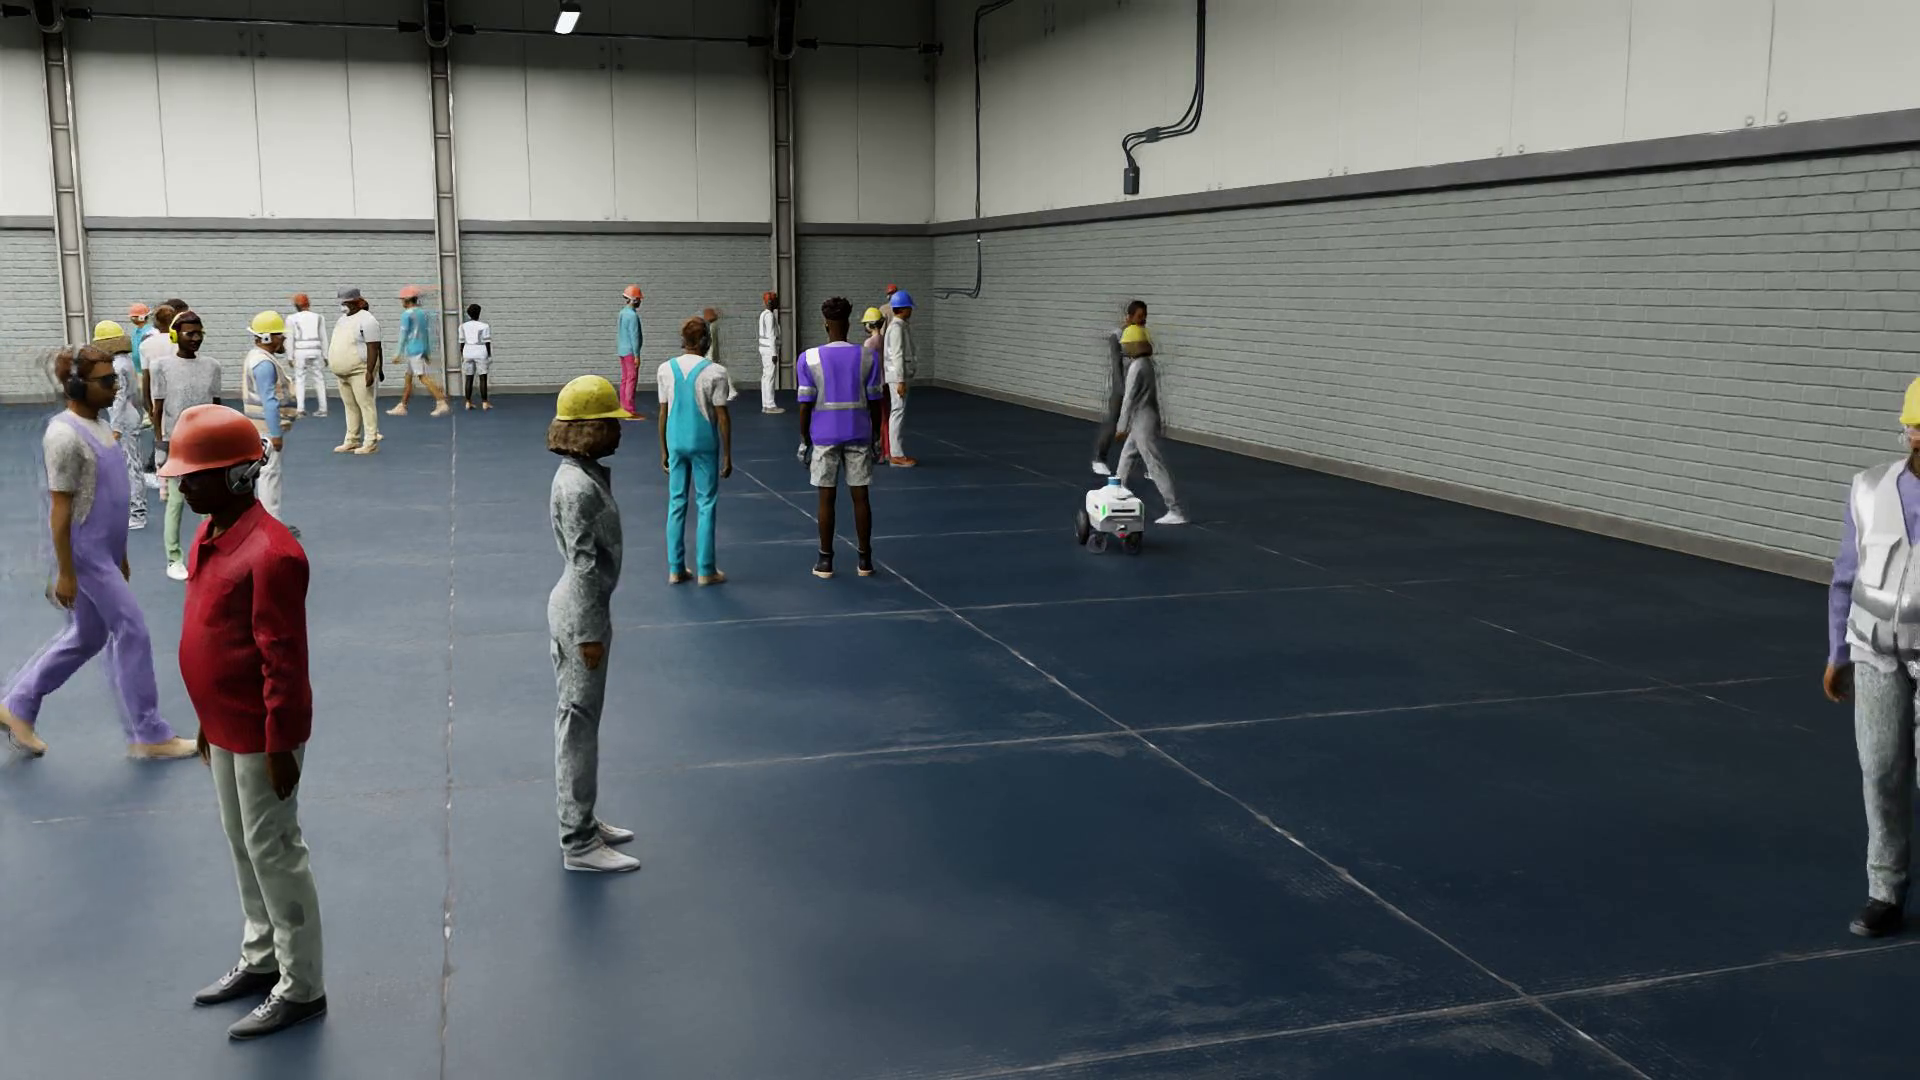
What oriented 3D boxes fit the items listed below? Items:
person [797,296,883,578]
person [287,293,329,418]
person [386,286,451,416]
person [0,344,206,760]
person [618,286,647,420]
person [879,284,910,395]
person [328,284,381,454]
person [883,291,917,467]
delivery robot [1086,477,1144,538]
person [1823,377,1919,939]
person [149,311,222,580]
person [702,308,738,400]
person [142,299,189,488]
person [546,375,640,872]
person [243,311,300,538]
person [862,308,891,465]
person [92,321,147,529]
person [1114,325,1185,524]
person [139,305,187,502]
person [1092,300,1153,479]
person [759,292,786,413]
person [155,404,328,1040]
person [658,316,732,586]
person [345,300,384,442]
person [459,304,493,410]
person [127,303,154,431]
[{"bbox_3d":[-0.835,-0.711,11.602,0.604,1.959,0.377,-2,9,-12],"label":"person"},{"bbox_3d":[-9.805,-2.770,25.023,0.601,1.874,0.381,-8,12,-41],"label":"person"},{"bbox_3d":[-8.237,-2.858,25.240,1.062,1.995,0.618,1,9,7],"label":"person"},{"bbox_3d":[-3.765,0.069,7.103,0.887,1.817,0.518,-1,9,-9],"label":"person"},{"bbox_3d":[-4.850,-2.764,24.636,0.415,1.985,0.609,-5,10,-29],"label":"person"},{"bbox_3d":[-1.195,-3.603,29.974,0.611,1.984,0.401,-5,10,-29],"label":"person"},{"bbox_3d":[-7.234,-2.037,19.803,0.677,2.000,0.536,6,11,36],"label":"person"},{"bbox_3d":[-0.663,-1.789,18.504,0.375,1.949,0.614,0,9,-1],"label":"person"},{"bbox_3d":[1.188,-0.242,12.778,0.477,0.478,0.707,-1,9,-6],"label":"delivery robot"},{"bbox_3d":[3.050,0.361,5.243,0.484,1.819,0.592,-7,11,-36],"label":"person"},{"bbox_3d":[-5.348,-0.656,11.579,0.326,1.862,0.517,8,12,43],"label":"person"},{"bbox_3d":[-4.227,-3.183,28.529,0.842,1.595,0.514,1,9,8],"label":"person"},{"bbox_3d":[-7.855,-1.443,16.533,0.436,1.883,0.629,0,9,3],"label":"person"},{"bbox_3d":[-1.304,0.289,5.910,0.311,1.744,0.486,-2,9,-11],"label":"person"},{"bbox_3d":[-5.519,-0.916,13.352,0.403,1.826,0.592,-4,10,-26],"label":"person"},{"bbox_3d":[-0.948,-1.730,18.749,0.350,1.762,0.528,4,10,22],"label":"person"},{"bbox_3d":[-7.007,-0.952,13.856,0.311,1.735,0.484,-3,9,-17],"label":"person"},{"bbox_3d":[1.549,-0.981,14.195,0.887,1.689,0.490,3,9,17],"label":"person"},{"bbox_3d":[-7.349,-1.267,15.524,0.507,1.844,0.346,-1,9,-5],"label":"person"},{"bbox_3d":[1.771,-1.582,17.485,0.591,1.867,1.032,-5,10,-31],"label":"person"},{"bbox_3d":[-2.940,-2.911,25.884,0.354,1.883,0.576,-3,9,-18],"label":"person"},{"bbox_3d":[-1.993,0.495,4.604,0.349,1.743,0.570,-8,12,-41],"label":"person"},{"bbox_3d":[-1.794,-0.596,11.274,0.524,1.834,0.355,2,9,14],"label":"person"},{"bbox_3d":[-7.694,-2.185,21.398,0.429,1.840,0.624,8,12,41],"label":"person"},{"bbox_3d":[-7.722,-2.913,26.517,0.536,1.693,0.320,2,9,13],"label":"person"},{"bbox_3d":[-11.217,-2.376,22.889,0.564,1.748,0.339,7,11,37],"label":"person"}]
